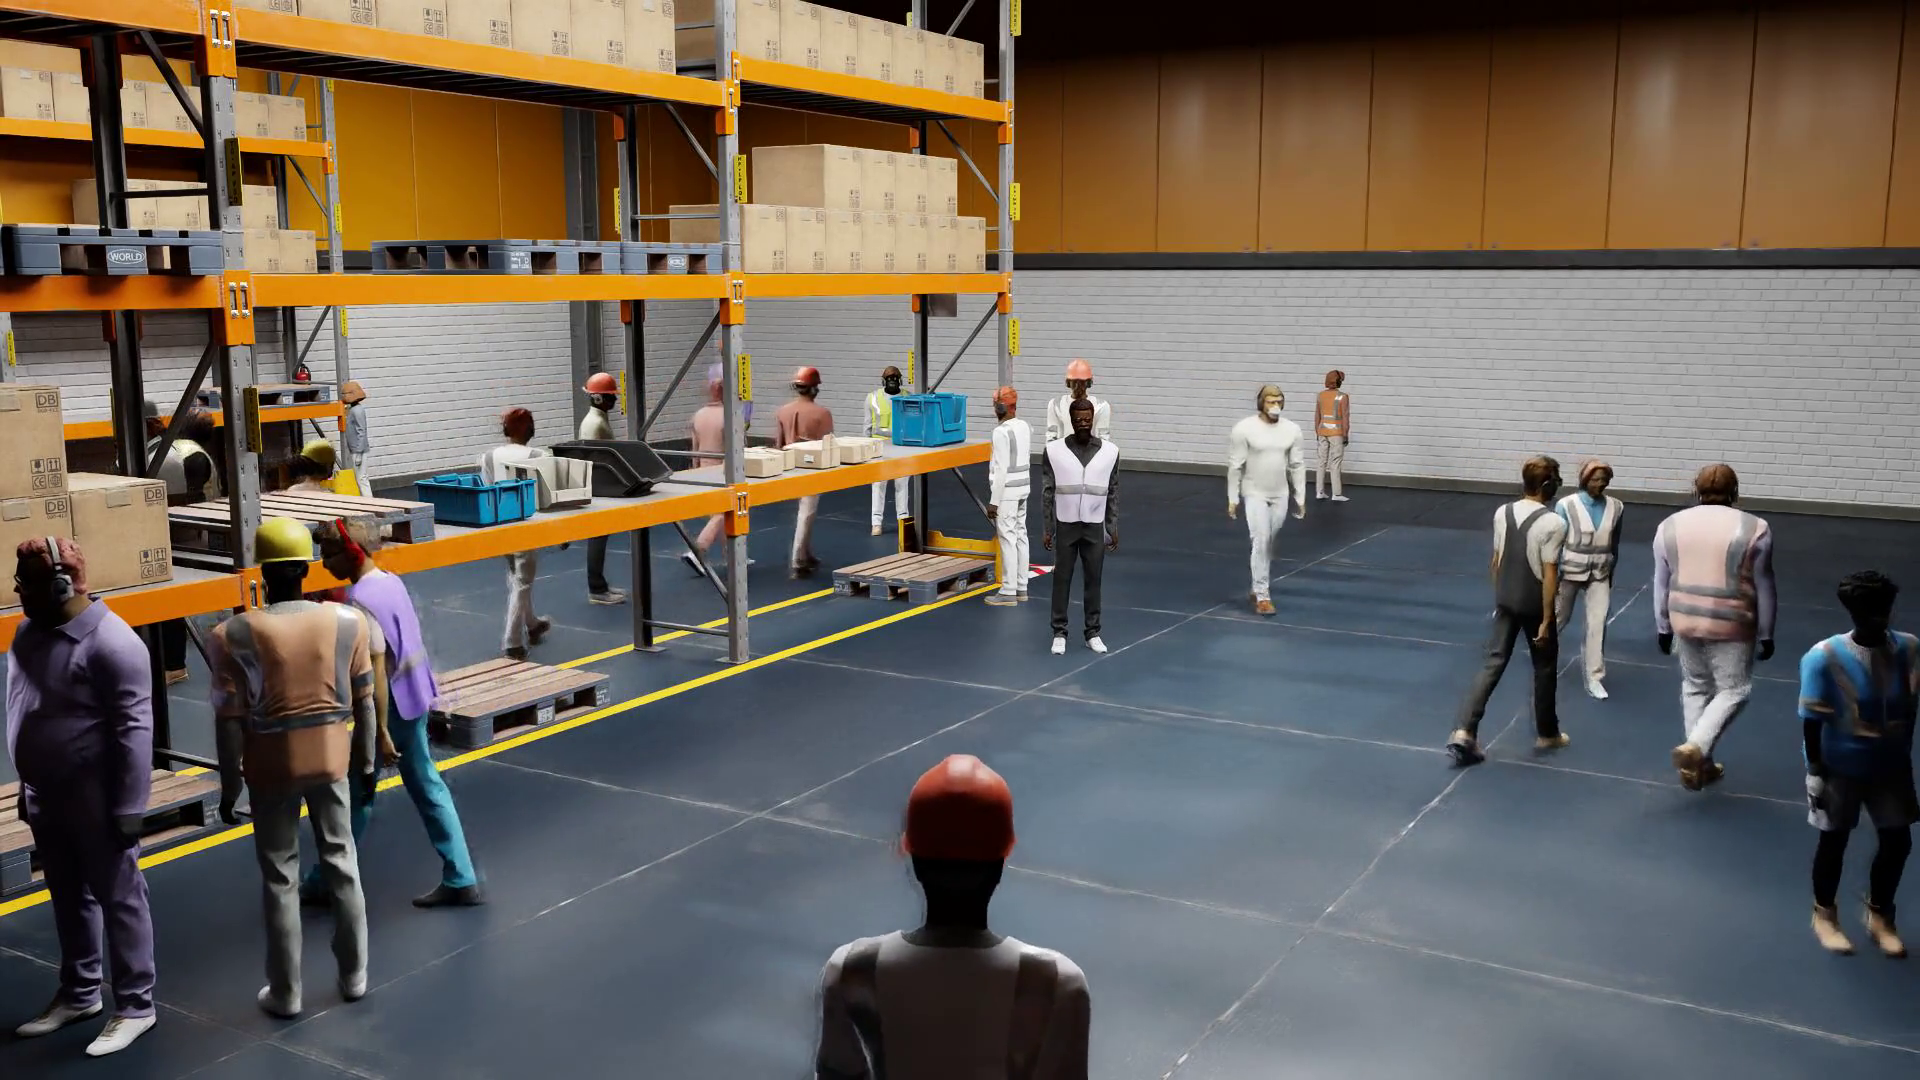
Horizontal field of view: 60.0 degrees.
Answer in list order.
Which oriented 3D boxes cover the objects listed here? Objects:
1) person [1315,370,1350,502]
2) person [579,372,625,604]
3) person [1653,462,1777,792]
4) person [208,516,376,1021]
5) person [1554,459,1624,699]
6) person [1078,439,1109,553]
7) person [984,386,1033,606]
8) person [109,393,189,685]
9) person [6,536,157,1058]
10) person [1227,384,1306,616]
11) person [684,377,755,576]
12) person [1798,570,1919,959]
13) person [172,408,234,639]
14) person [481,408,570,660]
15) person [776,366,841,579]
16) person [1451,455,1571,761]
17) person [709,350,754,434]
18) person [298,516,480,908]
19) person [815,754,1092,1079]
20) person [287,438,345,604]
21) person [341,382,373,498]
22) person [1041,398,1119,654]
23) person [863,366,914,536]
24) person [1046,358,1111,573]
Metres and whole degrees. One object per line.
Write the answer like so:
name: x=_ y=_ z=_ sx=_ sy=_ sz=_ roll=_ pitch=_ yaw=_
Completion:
person: x=4.645 y=-1.300 z=20.782 sx=0.315 sy=1.641 sz=0.514 roll=-7 pitch=11 yaw=-37
person: x=-3.082 y=-0.448 z=14.358 sx=0.396 sy=1.992 sz=0.622 roll=-2 pitch=9 yaw=-11
person: x=4.074 y=0.488 z=9.067 sx=0.630 sy=1.819 sz=0.635 roll=-8 pitch=12 yaw=-41
person: x=-2.543 y=0.865 z=6.377 sx=0.593 sy=1.924 sz=0.379 roll=-7 pitch=11 yaw=-37
person: x=4.240 y=0.221 z=11.409 sx=0.517 sy=1.601 sz=0.823 roll=-1 pitch=9 yaw=-4
person: x=1.256 y=-0.662 z=16.854 sx=0.534 sy=1.616 sz=0.542 roll=-7 pitch=11 yaw=-36
person: x=0.414 y=-0.377 z=14.255 sx=0.355 sy=1.887 sz=0.573 roll=5 pitch=10 yaw=28
person: x=-5.649 y=-0.010 z=11.481 sx=0.679 sy=2.000 sz=0.537 roll=8 pitch=12 yaw=41
person: x=-3.231 y=0.927 z=6.070 sx=0.643 sy=1.905 sz=0.400 roll=5 pitch=10 yaw=28
person: x=2.607 y=-0.322 z=13.813 sx=0.655 sy=1.914 sz=0.803 roll=-3 pitch=9 yaw=-16
person: x=-2.304 y=-0.608 z=15.784 sx=0.642 sy=1.872 sz=0.940 roll=8 pitch=12 yaw=41
person: x=3.671 y=0.920 z=6.835 sx=0.564 sy=1.658 sz=0.443 roll=-1 pitch=9 yaw=-4
person: x=-5.864 y=-0.122 z=12.897 sx=0.654 sy=1.806 sz=0.747 roll=8 pitch=12 yaw=42
person: x=-3.229 y=-0.066 z=12.443 sx=0.589 sy=1.836 sz=0.945 roll=3 pitch=10 yaw=17
person: x=-1.384 y=-0.647 z=15.645 sx=0.609 sy=1.968 sz=0.811 roll=6 pitch=11 yaw=34
person: x=3.252 y=0.401 z=9.695 sx=0.971 sy=1.809 sz=0.524 roll=-7 pitch=11 yaw=-36
person: x=-3.078 y=-1.722 z=22.408 sx=0.609 sy=1.983 sz=1.106 roll=0 pitch=9 yaw=-3
person: x=-2.603 y=0.781 z=7.347 sx=0.953 sy=1.779 sz=0.578 roll=0 pitch=9 yaw=-2
person: x=-0.016 y=1.364 z=3.400 sx=0.574 sy=1.878 sz=1.008 roll=1 pitch=9 yaw=8
person: x=-4.409 y=0.187 z=11.208 sx=0.524 sy=1.743 sz=0.735 roll=6 pitch=11 yaw=31
person: x=-6.790 y=-0.966 z=18.721 sx=0.275 sy=1.631 sz=0.507 roll=-4 pitch=10 yaw=-24
person: x=0.900 y=-0.106 z=12.468 sx=0.591 sy=1.919 sz=0.392 roll=-1 pitch=9 yaw=-8
person: x=-0.738 y=-0.966 z=18.069 sx=0.621 sy=1.845 sz=0.429 roll=-1 pitch=9 yaw=-9
person: x=1.109 y=-0.690 z=15.717 sx=0.608 sy=2.046 sz=0.368 roll=1 pitch=9 yaw=7
